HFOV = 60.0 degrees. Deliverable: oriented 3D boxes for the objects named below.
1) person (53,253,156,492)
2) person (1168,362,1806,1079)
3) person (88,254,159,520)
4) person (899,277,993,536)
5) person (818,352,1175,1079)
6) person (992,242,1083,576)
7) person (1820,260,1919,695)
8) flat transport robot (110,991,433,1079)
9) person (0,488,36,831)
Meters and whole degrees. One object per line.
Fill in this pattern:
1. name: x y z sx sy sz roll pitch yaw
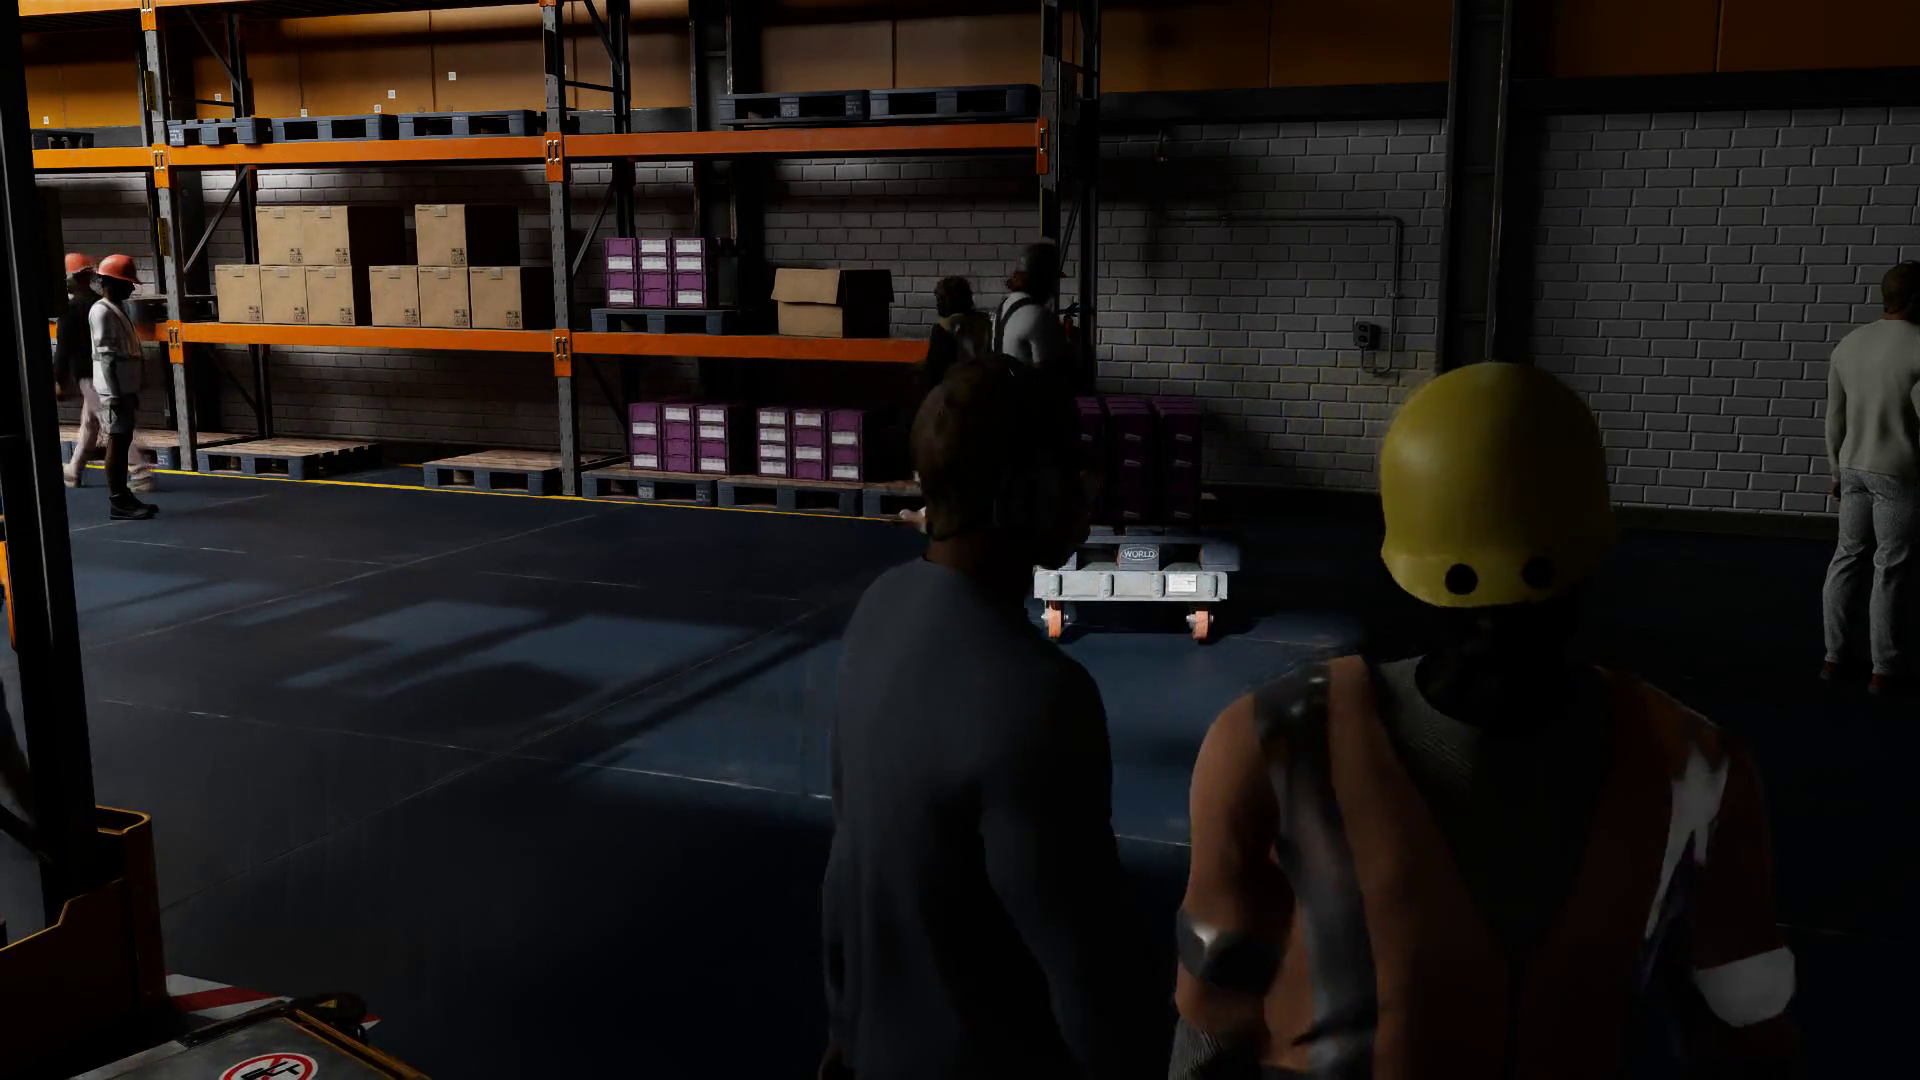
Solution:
1. person: -7.012 -1.338 13.437 1.073 1.925 0.624 2 10 10
2. person: 0.549 0.771 1.723 0.616 1.899 0.712 -2 10 -10
3. person: -6.122 -1.112 12.171 0.373 1.929 0.542 -3 11 -16
4. person: -0.085 -0.843 11.084 0.938 1.785 0.611 6 12 31
5. person: 0.066 0.699 2.218 1.013 1.886 0.628 -3 11 -15
6. person: 0.476 -0.789 10.056 0.537 2.000 0.698 -3 11 -15
7. person: 4.178 -0.280 7.502 0.375 1.940 0.627 -3 11 -16
8. flat transport robot: -1.726 1.302 3.337 0.652 0.197 1.431 8 13 39
9. person: -3.318 0.105 5.671 0.941 1.822 0.555 5 11 28
